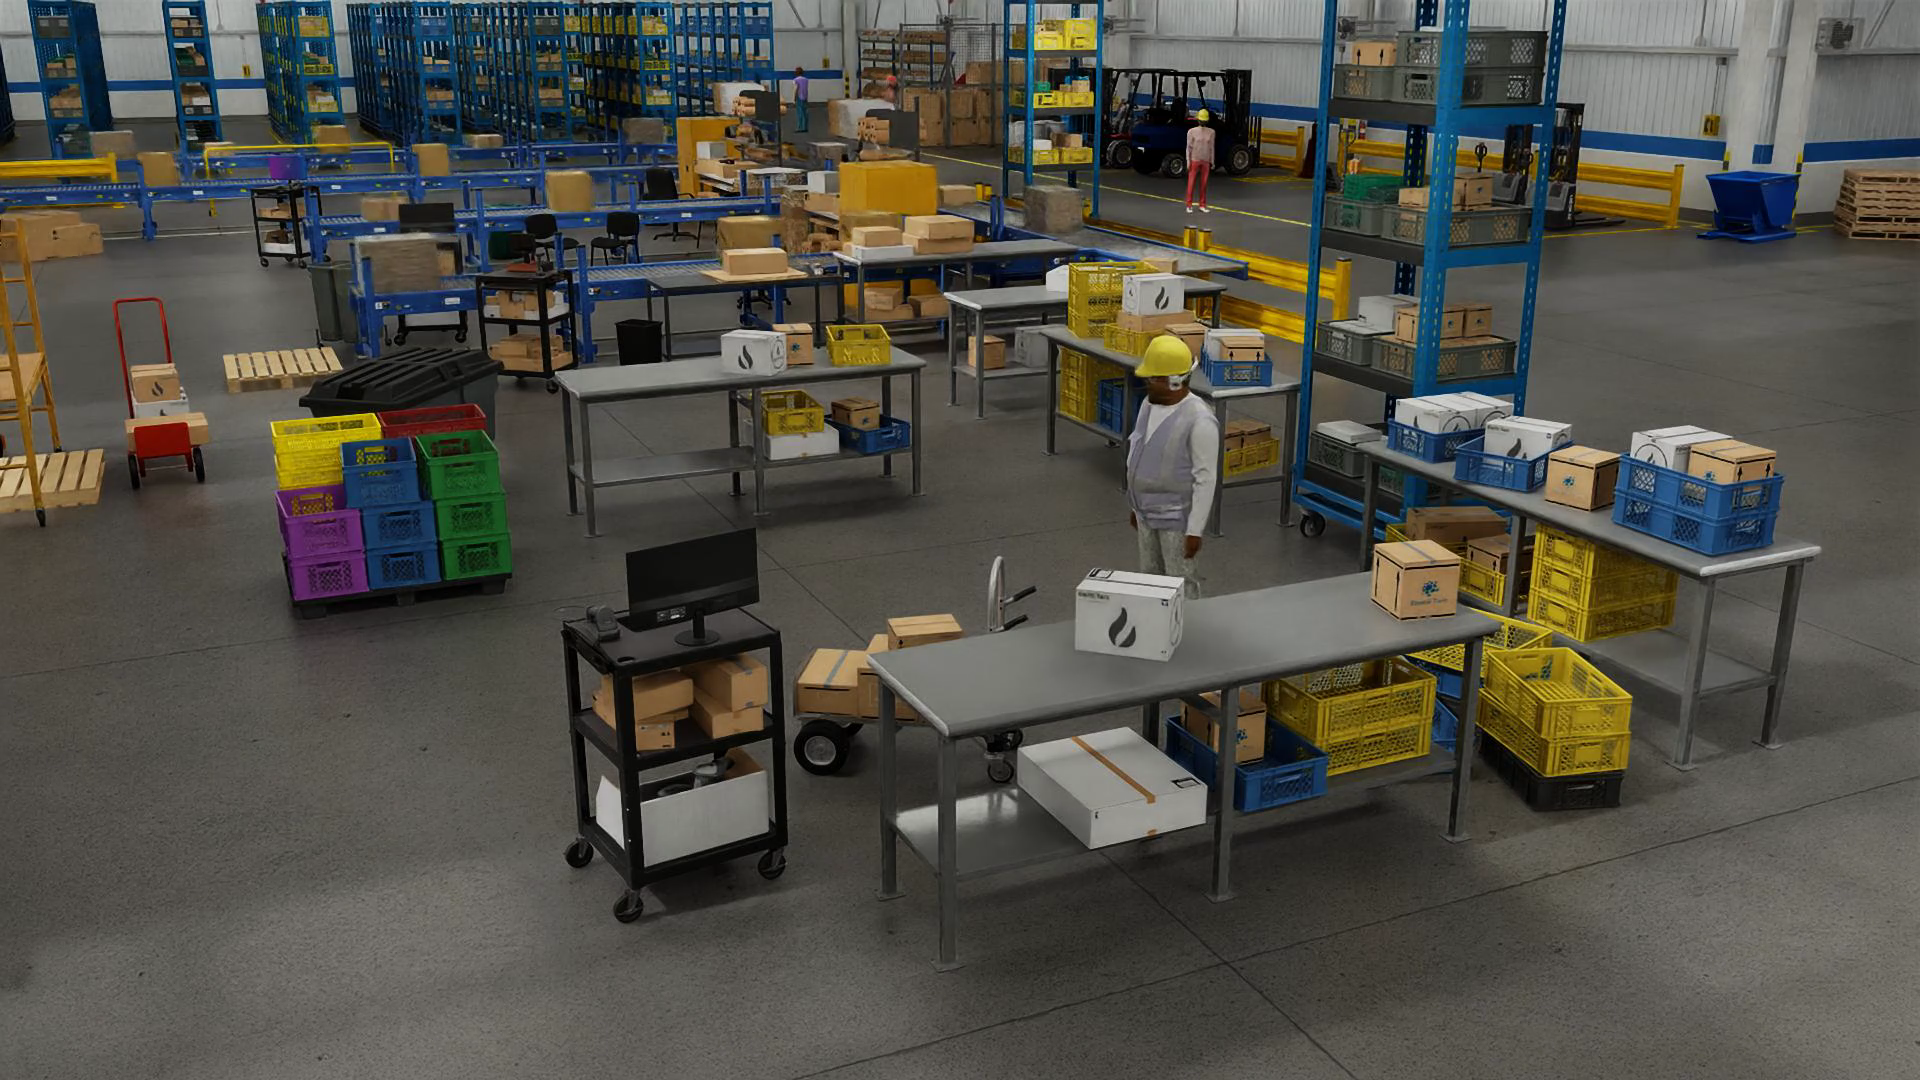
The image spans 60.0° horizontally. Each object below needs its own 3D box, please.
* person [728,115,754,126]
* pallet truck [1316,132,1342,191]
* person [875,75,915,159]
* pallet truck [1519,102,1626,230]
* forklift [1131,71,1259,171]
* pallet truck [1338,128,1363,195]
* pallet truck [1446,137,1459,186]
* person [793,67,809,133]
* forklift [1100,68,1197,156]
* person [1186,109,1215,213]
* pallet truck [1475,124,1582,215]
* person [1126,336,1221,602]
[{"bbox_3d":[-4.584,-8.510,34.615,1.067,1.978,0.609,11,21,31],"label":"person"},{"bbox_3d":[7.723,-7.504,32.656,1.601,1.201,0.680,-8,19,-23],"label":"pallet truck"},{"bbox_3d":[-1.578,-9.985,39.317,1.040,1.943,0.621,-2,18,-7],"label":"person"},{"bbox_3d":[9.972,-6.037,26.785,1.885,1.965,0.823,-9,20,-25],"label":"pallet truck"},{"bbox_3d":[4.998,-8.936,35.413,2.680,1.987,1.157,-9,20,-25],"label":"forklift"},{"bbox_3d":[7.845,-7.140,31.411,1.522,1.261,0.704,-9,20,-25],"label":"pallet truck"},{"bbox_3d":[9.184,-6.485,29.328,1.630,1.274,0.653,-8,19,-23],"label":"pallet truck"},{"bbox_3d":[-4.588,-12.712,48.058,0.388,1.847,0.565,14,22,37],"label":"person"},{"bbox_3d":[4.082,-9.564,37.410,2.680,1.987,1.157,-8,19,-23],"label":"forklift"},{"bbox_3d":[4.167,-6.551,28.797,0.524,1.759,0.328,-4,18,-13],"label":"person"},{"bbox_3d":[9.707,-6.455,28.103,1.885,1.965,0.823,-7,19,-20],"label":"pallet truck"},{"bbox_3d":[1.048,-0.140,8.491,0.404,1.825,0.586,-9,20,-26],"label":"person"}]
